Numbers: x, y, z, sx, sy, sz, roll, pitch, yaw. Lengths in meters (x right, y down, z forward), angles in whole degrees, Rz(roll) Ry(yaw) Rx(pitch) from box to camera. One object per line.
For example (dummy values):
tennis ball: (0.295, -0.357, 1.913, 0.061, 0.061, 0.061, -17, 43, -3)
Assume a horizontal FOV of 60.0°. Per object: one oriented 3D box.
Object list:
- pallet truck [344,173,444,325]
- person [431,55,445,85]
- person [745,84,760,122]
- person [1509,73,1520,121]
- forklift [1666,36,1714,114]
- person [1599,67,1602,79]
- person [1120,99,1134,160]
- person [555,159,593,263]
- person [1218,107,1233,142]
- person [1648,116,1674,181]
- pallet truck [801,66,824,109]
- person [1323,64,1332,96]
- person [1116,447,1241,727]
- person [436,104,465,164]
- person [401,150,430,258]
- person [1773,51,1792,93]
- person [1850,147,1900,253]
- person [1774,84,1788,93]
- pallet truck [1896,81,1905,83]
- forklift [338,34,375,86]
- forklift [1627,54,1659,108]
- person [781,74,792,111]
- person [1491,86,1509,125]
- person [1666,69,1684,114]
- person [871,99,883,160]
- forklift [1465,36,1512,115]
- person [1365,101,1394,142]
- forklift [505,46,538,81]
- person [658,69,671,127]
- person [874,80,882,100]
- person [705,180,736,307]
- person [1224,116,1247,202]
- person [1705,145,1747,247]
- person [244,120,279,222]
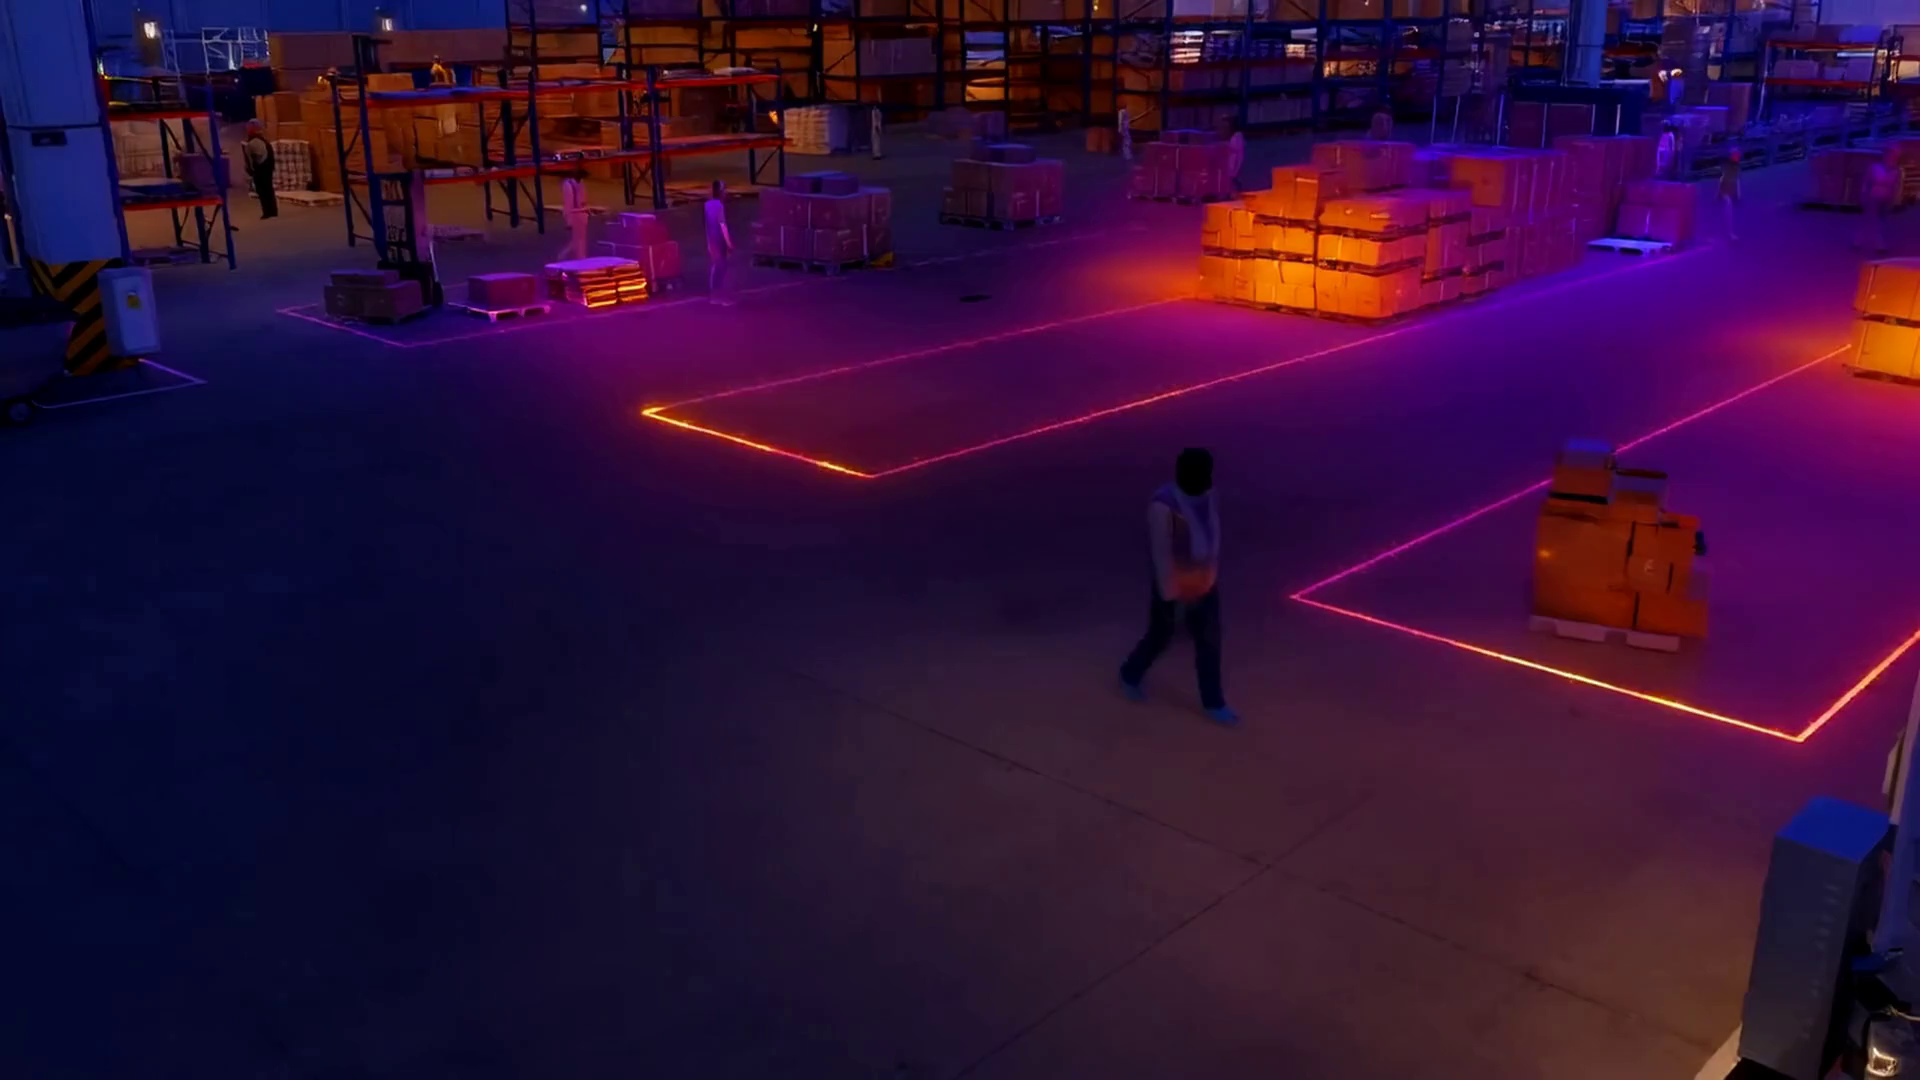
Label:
pallet truck: (-8.209, -4.181, 23.757, 0.823, 1.965, 1.885, 3, 19, 9)
person: (-21.582, -19.065, 68.786, 0.569, 1.880, 1.011, -10, 21, -26)
person: (-6.534, -13.447, 52.175, 0.566, 1.685, 0.537, 14, 23, 36)
person: (19.792, -15.806, 59.347, 0.272, 1.635, 0.507, 8, 20, 22)
forklift: (27.341, -17.291, 61.877, 1.129, 2.768, 1.873, 17, 25, 41)
person: (25.028, -17.851, 65.375, 0.540, 1.717, 0.935, 15, 23, 38)
person: (4.597, -11.242, 45.610, 0.417, 1.630, 0.530, 3, 19, 9)
person: (-6.369, -5.331, 27.435, 0.550, 1.868, 0.573, 5, 19, 16)
person: (6.461, -9.701, 40.751, 0.533, 1.767, 0.326, -16, 24, -40)
person: (15.064, -8.146, 35.827, 0.629, 1.913, 0.584, 13, 23, 35)
pallet truck: (-4.812, -15.182, 56.903, 0.823, 1.965, 1.885, -9, 21, -26)
person: (15.900, -20.030, 72.008, 0.568, 1.684, 0.538, -17, 25, -42)
person: (1.405, 0.271, 10.644, 0.631, 1.807, 0.870, -15, 24, -39)
person: (-13.456, -10.811, 43.879, 0.628, 1.915, 0.636, 15, 24, 38)
person: (-9.232, -5.615, 28.170, 0.372, 1.940, 0.629, 0, 18, 0)
person: (35.337, -19.891, 71.144, 0.851, 1.967, 0.624, 4, 19, 12)
person: (16.353, -6.073, 29.669, 0.618, 1.861, 0.950, -4, 19, -12)
person: (32.050, -17.699, 64.908, 0.540, 1.720, 0.894, 8, 20, 23)
pallet truck: (34.802, -16.331, 61.455, 0.653, 1.274, 1.630, 17, 25, 41)
forklift: (-23.295, -18.352, 65.074, 1.129, 2.768, 1.873, 17, 25, 41)
forklift: (26.642, -18.373, 65.138, 1.129, 2.768, 1.873, 17, 25, 41)
person: (-5.392, -13.642, 52.314, 0.896, 1.961, 0.628, 6, 19, 17)
person: (16.857, -13.358, 51.993, 0.518, 1.618, 0.422, 12, 22, 32)
person: (24.739, -15.338, 57.541, 1.006, 1.894, 0.554, -16, 24, -39)
person: (-2.276, -11.265, 45.666, 0.315, 1.636, 0.515, -2, 18, -6)
forklift: (19.973, -17.201, 61.605, 1.873, 2.768, 1.129, 16, 24, 40)
person: (10.431, -9.956, 41.365, 0.616, 1.860, 0.974, -8, 20, -22)
forklift: (-13.633, -14.047, 52.103, 1.129, 2.768, 1.873, 0, 18, 0)
person: (-10.074, -15.069, 56.701, 0.589, 1.912, 0.390, 13, 22, 33)
person: (-2.999, -17.341, 63.713, 0.700, 1.812, 0.432, -11, 21, -29)
person: (-3.572, -4.368, 24.563, 0.359, 1.853, 0.602, -16, 24, -40)
person: (5.941, -8.043, 35.481, 0.774, 1.941, 0.615, 6, 19, 19)
person: (14.051, -6.235, 30.200, 0.560, 1.829, 0.917, -14, 23, -35)
person: (-14.121, -7.447, 33.532, 0.535, 2.000, 0.687, 1, 18, 3)
